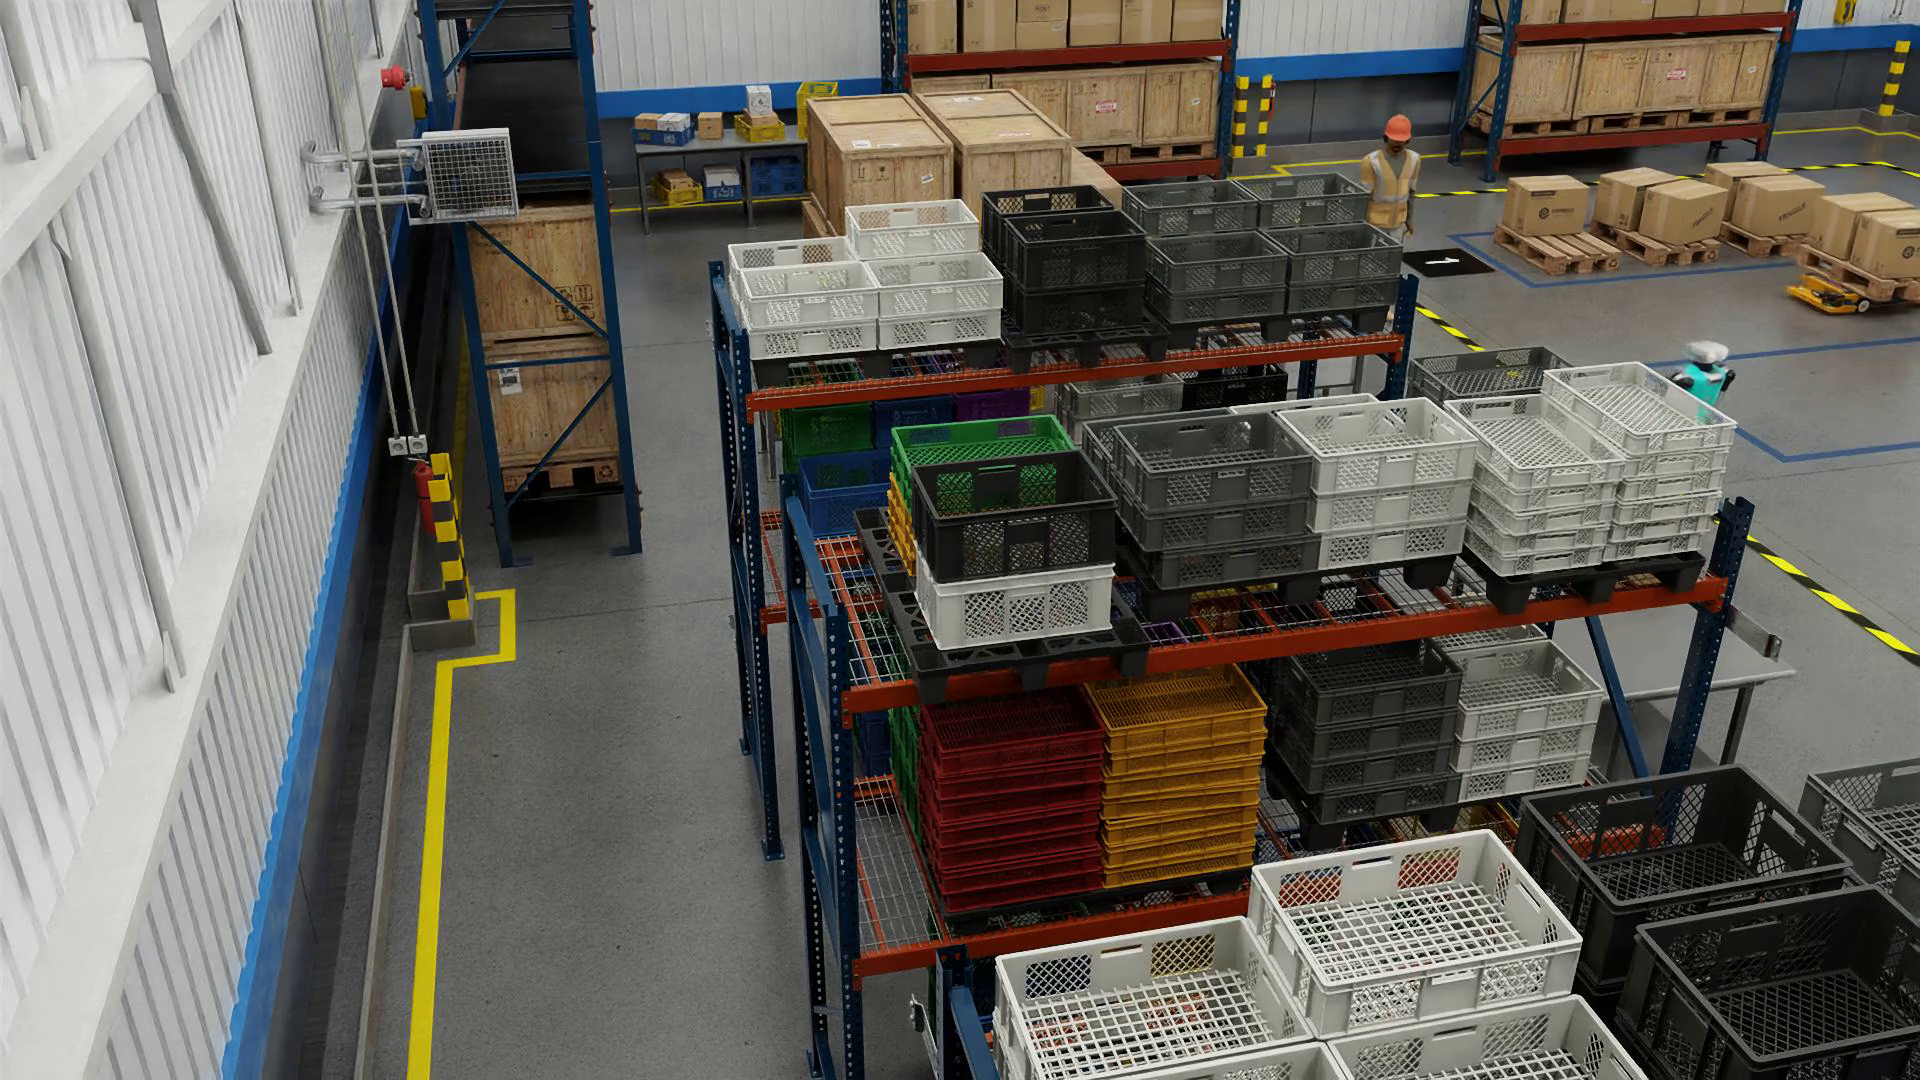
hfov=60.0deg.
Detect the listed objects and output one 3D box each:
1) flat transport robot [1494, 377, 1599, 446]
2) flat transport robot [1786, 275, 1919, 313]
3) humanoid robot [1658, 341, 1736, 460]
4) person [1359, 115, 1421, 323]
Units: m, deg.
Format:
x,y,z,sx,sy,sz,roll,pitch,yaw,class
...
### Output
x,y,z,sx,sy,sz,roll,pitch,yaw,class
4.780,-1.036,14.013,0.659,0.231,1.431,-6,28,-12,flat transport robot
9.224,-2.549,16.853,1.431,0.197,0.652,-6,28,-12,flat transport robot
4.846,-0.637,11.665,0.552,1.743,0.893,-13,30,-23,humanoid robot
4.094,-3.061,15.955,0.613,2.039,0.380,-8,29,-14,person
